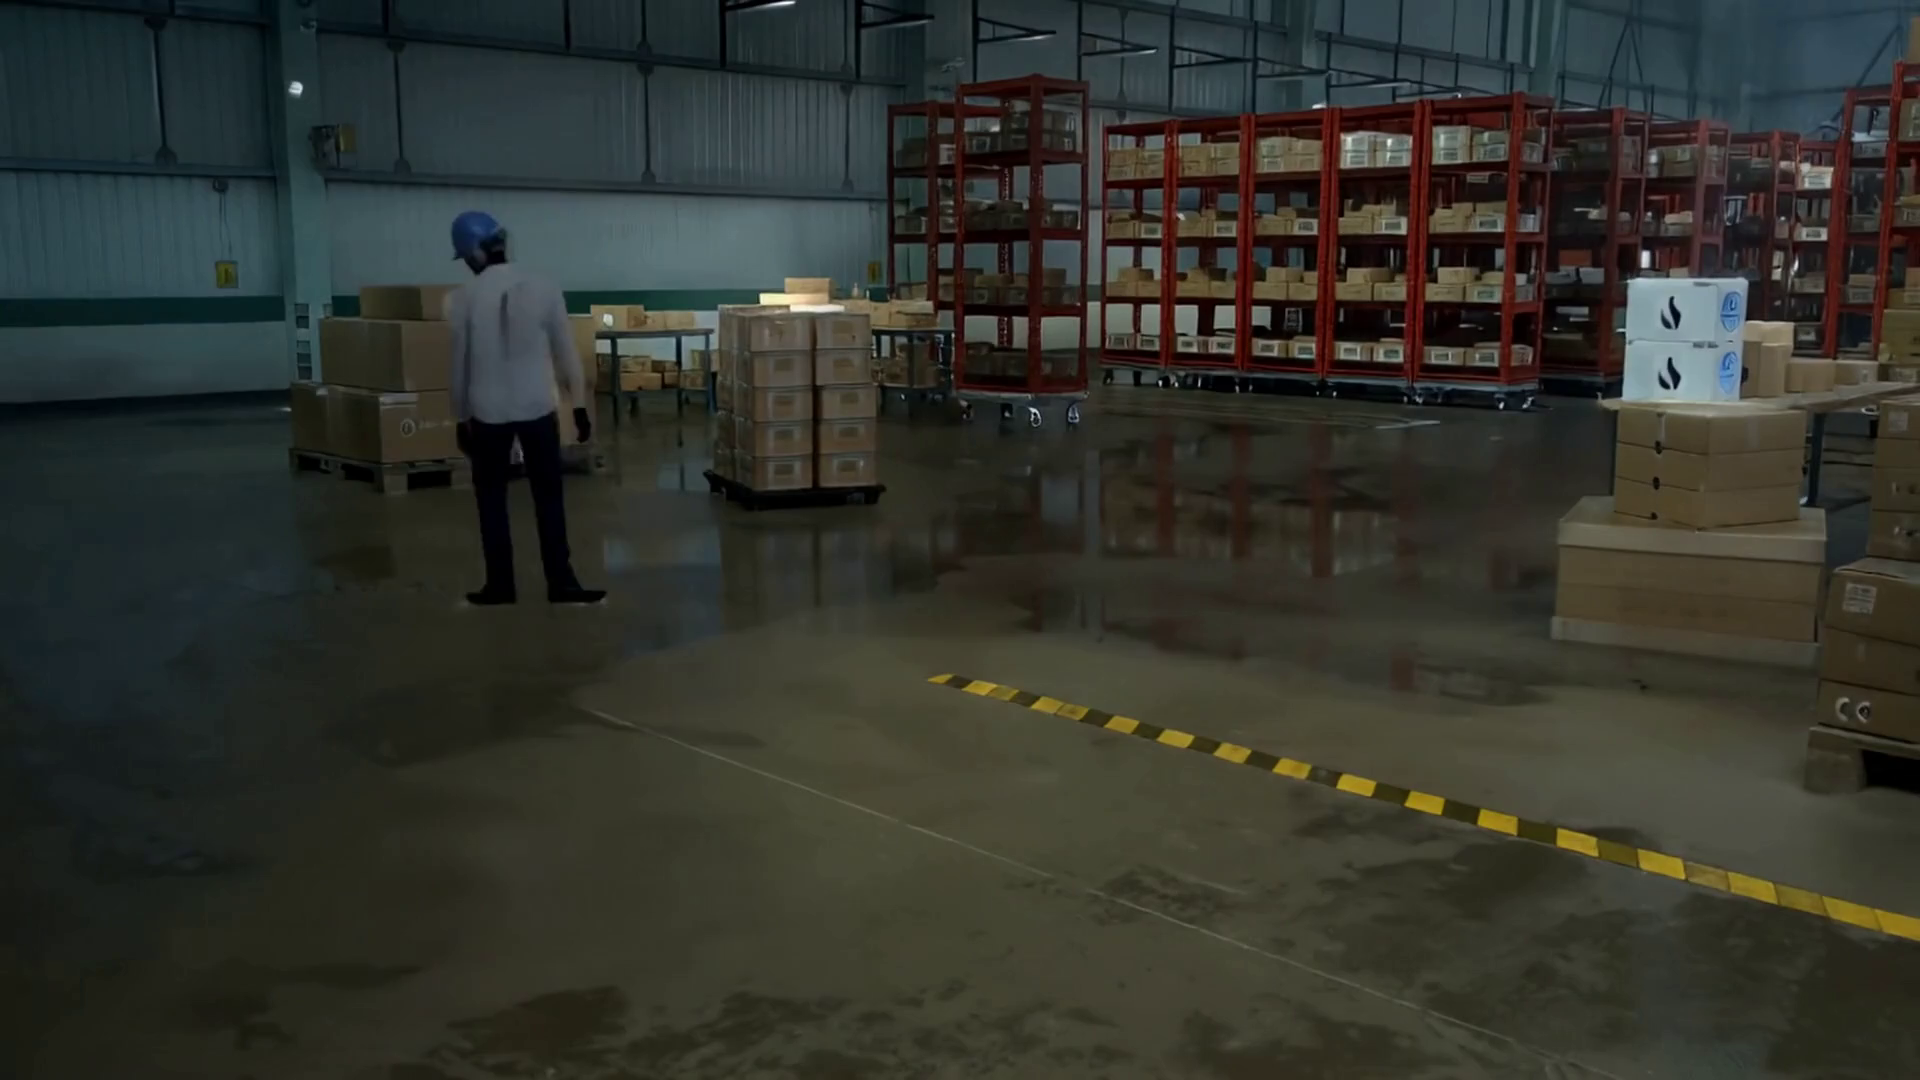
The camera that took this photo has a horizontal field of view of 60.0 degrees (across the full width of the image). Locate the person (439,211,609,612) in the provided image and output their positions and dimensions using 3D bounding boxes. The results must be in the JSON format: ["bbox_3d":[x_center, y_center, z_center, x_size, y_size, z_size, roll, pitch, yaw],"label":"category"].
[{"bbox_3d":[-2.117,-0.615,8.142,0.768,1.953,0.392,-2,10,-13],"label":"person"}]
